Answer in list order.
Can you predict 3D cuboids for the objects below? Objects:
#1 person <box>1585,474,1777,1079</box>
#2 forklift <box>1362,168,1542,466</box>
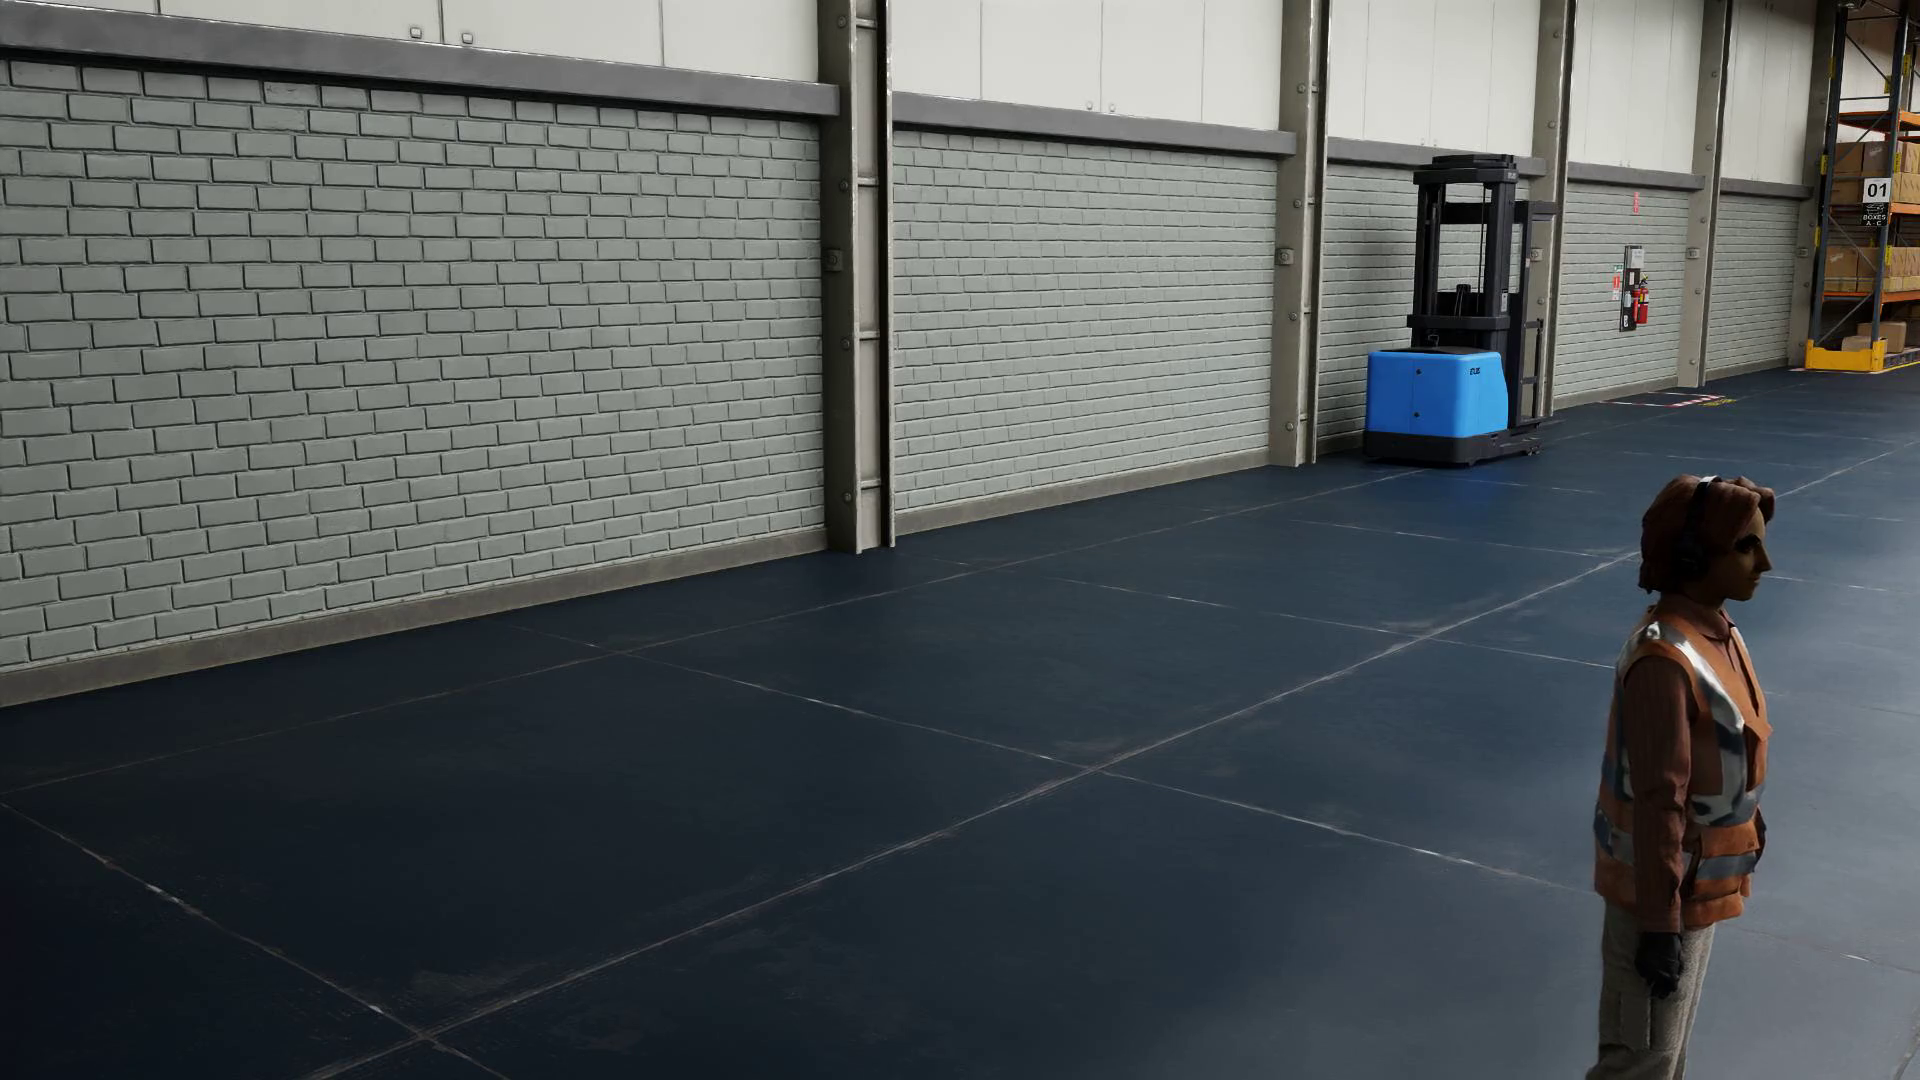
[{"bbox_3d":[1.369,0.686,3.197,0.306,1.639,0.523,6,12,31],"label":"person"},{"bbox_3d":[4.875,-2.212,16.287,1.129,2.768,1.873,8,13,40],"label":"forklift"}]
